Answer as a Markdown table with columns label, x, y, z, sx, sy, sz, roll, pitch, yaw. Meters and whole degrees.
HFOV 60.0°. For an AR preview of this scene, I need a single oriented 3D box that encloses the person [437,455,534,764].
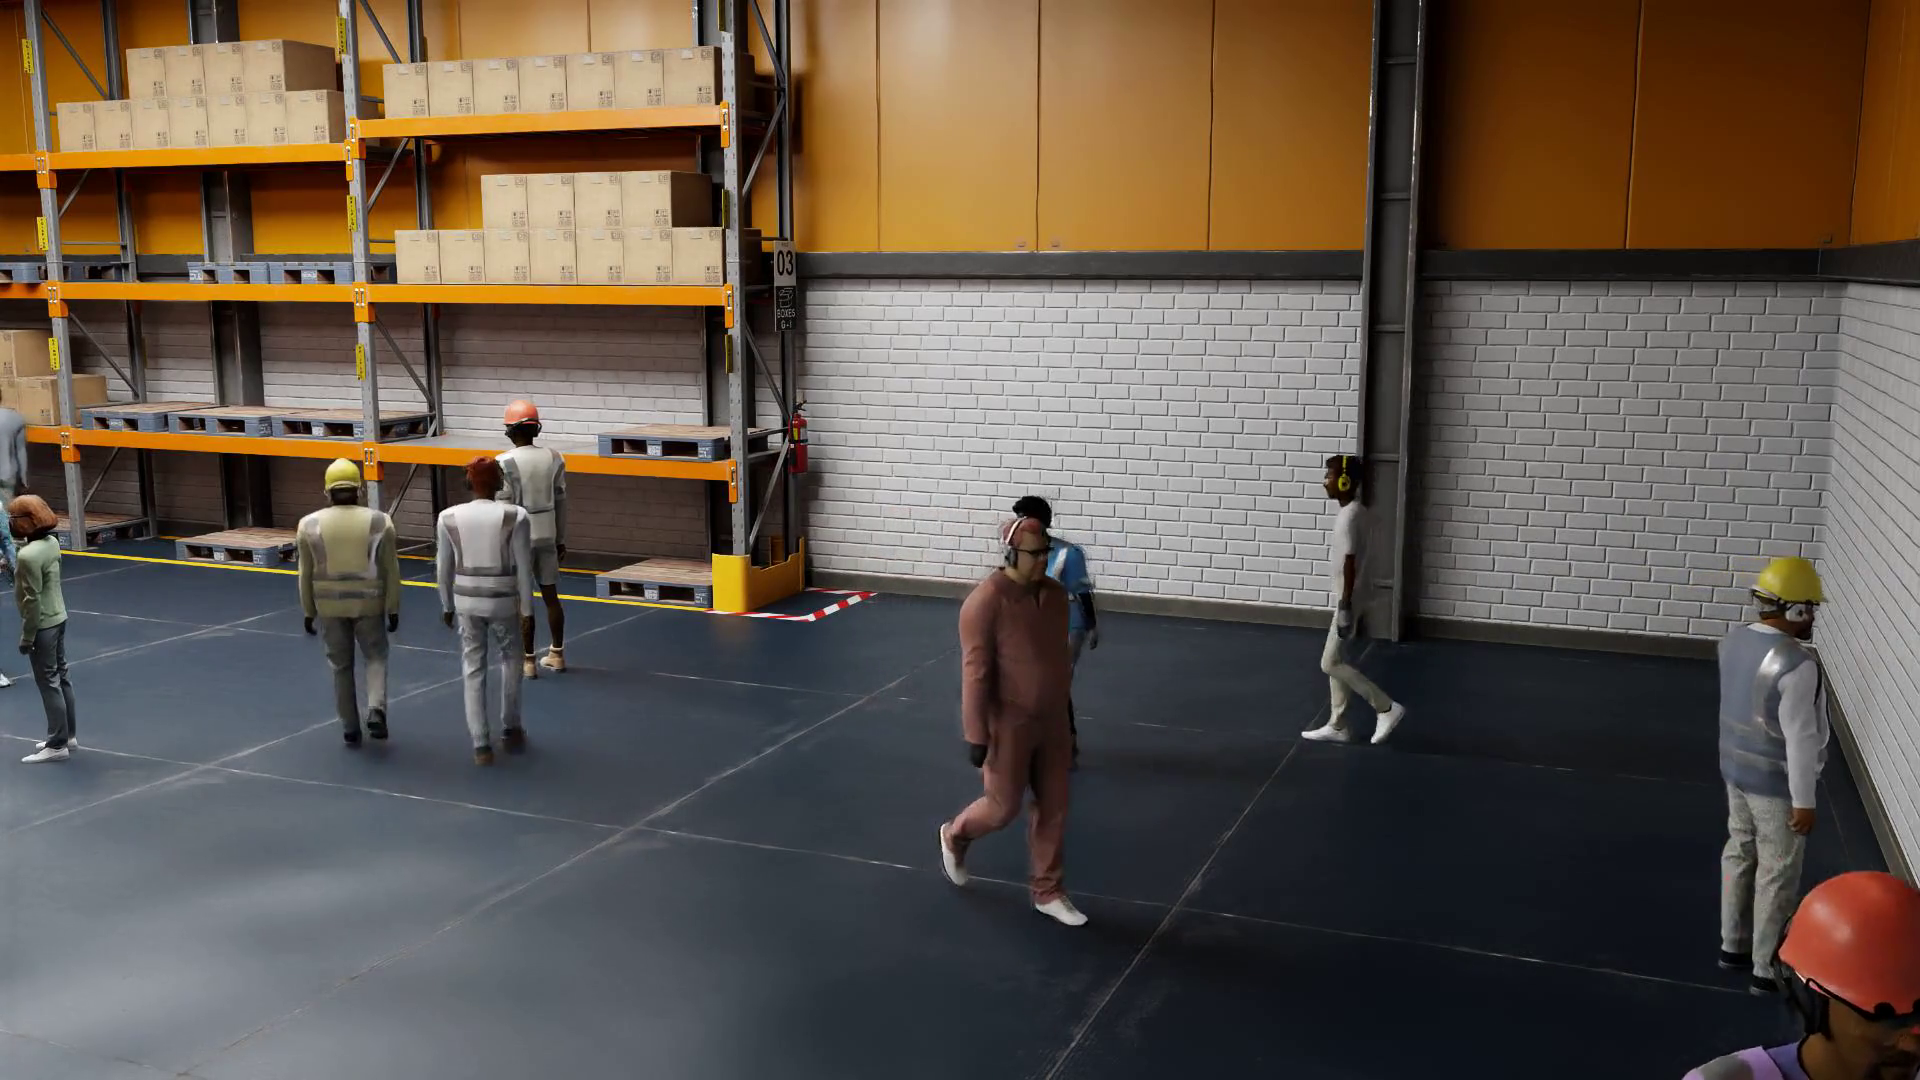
| label | x | y | z | sx | sy | sz | roll | pitch | yaw |
| --- | --- | --- | --- | --- | --- | --- | --- | --- | --- |
| person | -2.895 | 0.402 | 10.232 | 0.608 | 1.860 | 0.735 | 0 | 9 | -3 |

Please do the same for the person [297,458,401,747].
| label | x | y | z | sx | sy | sz | roll | pitch | yaw |
| --- | --- | --- | --- | --- | --- | --- | --- | --- | --- |
| person | -3.799 | 0.401 | 10.371 | 0.593 | 1.820 | 0.430 | -3 | 10 | -18 |

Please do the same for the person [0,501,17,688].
| label | x | y | z | sx | sy | sz | roll | pitch | yaw |
| --- | --- | --- | --- | --- | --- | --- | --- | --- | --- |
| person | -7.090 | 0.242 | 12.022 | 0.781 | 1.597 | 0.535 | 5 | 11 | 29 |

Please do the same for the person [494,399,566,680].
| label | x | y | z | sx | sy | sz | roll | pitch | yaw |
| --- | --- | --- | --- | --- | --- | --- | --- | --- | --- |
| person | -3.162 | 0.004 | 12.154 | 0.407 | 2.043 | 0.634 | 9 | 13 | 42 |

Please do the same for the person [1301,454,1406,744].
| label | x | y | z | sx | sy | sz | roll | pitch | yaw |
| --- | --- | --- | --- | --- | --- | --- | --- | --- | --- |
| person | 2.460 | 0.389 | 10.370 | 0.536 | 1.850 | 0.539 | 2 | 10 | 14 |

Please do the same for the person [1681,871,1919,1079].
| label | x | y | z | sx | sy | sz | roll | pitch | yaw |
| --- | --- | --- | --- | --- | --- | --- | --- | --- | --- |
| person | 1.462 | 1.510 | 3.044 | 0.617 | 2.027 | 0.757 | -2 | 10 | -11 |

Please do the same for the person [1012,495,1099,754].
| label | x | y | z | sx | sy | sz | roll | pitch | yaw |
| --- | --- | --- | --- | --- | --- | --- | --- | --- | --- |
| person | 0.530 | 0.543 | 9.984 | 0.545 | 1.653 | 0.636 | 8 | 13 | 42 |

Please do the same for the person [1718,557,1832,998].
| label | x | y | z | sx | sy | sz | roll | pitch | yaw |
| --- | --- | --- | --- | --- | --- | --- | --- | --- | --- |
| person | 3.368 | 0.975 | 6.901 | 0.404 | 1.822 | 0.604 | -1 | 9 | -4 |

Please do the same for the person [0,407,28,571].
| label | x | y | z | sx | sy | sz | roll | pitch | yaw |
| --- | --- | --- | --- | --- | --- | --- | --- | --- | --- |
| person | -9.366 | -0.605 | 16.190 | 0.738 | 1.919 | 0.633 | 7 | 12 | 36 |

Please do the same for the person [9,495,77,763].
| label | x | y | z | sx | sy | sz | roll | pitch | yaw |
| --- | --- | --- | --- | --- | --- | --- | --- | --- | --- |
| person | -5.599 | 0.533 | 10.137 | 0.288 | 1.634 | 0.499 | -2 | 10 | -13 |

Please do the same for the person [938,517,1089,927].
| label | x | y | z | sx | sy | sz | roll | pitch | yaw |
| --- | --- | --- | --- | --- | --- | --- | --- | --- | --- |
| person | 0.251 | 0.813 | 7.698 | 0.654 | 1.882 | 0.761 | -8 | 12 | -41 |
